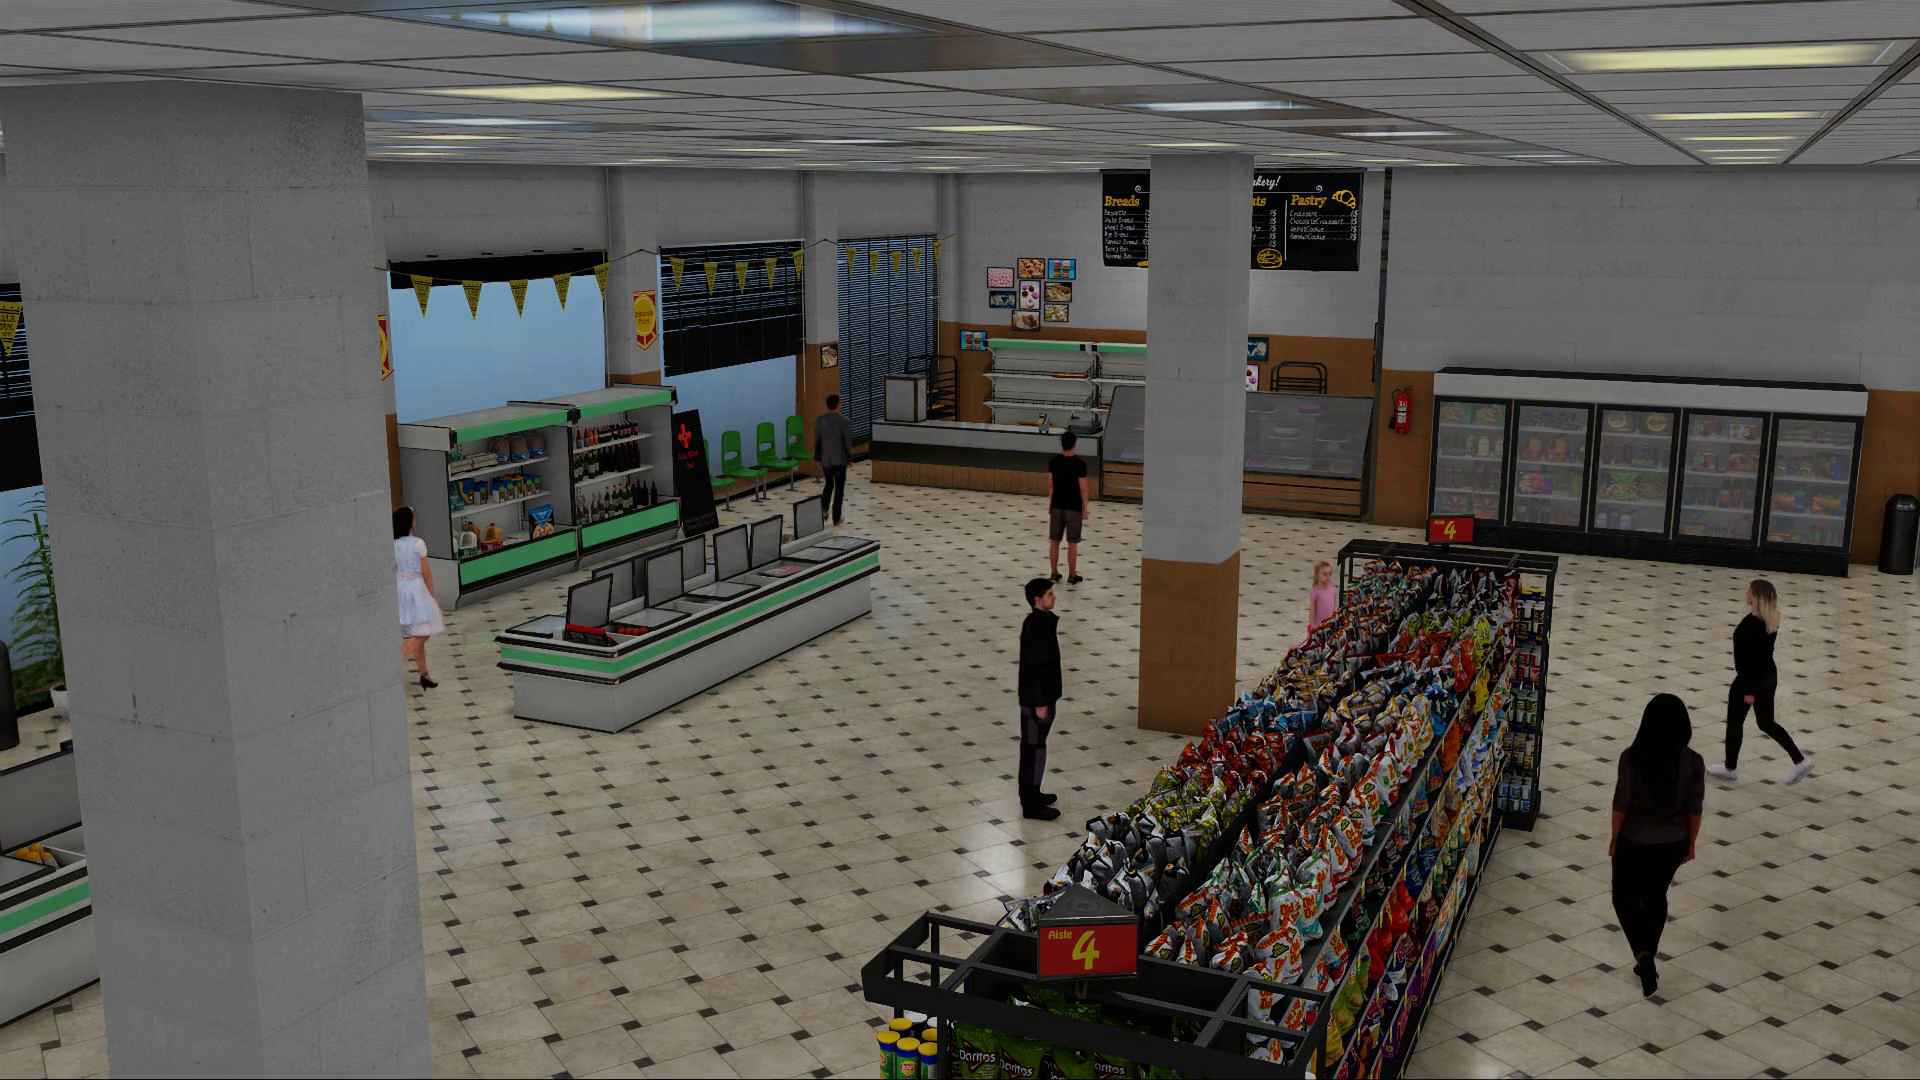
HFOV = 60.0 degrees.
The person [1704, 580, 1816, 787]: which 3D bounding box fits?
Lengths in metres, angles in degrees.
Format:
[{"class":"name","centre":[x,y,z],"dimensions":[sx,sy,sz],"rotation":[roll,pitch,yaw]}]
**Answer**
[{"class":"person","centre":[6.409,1.157,13.200],"dimensions":[1.061,1.669,0.954],"rotation":[-11,16,-42]}]

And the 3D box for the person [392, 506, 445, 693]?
[{"class":"person","centre":[-5.140,0.610,15.484],"dimensions":[0.652,1.799,0.998],"rotation":[5,13,23]}]

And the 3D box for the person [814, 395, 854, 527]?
[{"class":"person","centre":[-1.800,-1.108,23.498],"dimensions":[0.711,1.858,0.681],"rotation":[4,13,18]}]

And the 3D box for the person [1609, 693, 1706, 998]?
[{"class":"person","centre":[4.044,1.819,9.680],"dimensions":[0.836,1.824,1.049],"rotation":[1,12,7]}]

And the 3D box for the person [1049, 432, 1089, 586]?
[{"class":"person","centre":[1.273,-0.392,20.090],"dimensions":[0.651,1.862,0.573],"rotation":[5,13,23]}]

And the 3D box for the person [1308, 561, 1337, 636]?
[{"class":"person","centre":[3.400,0.813,15.837],"dimensions":[0.748,1.257,0.782],"rotation":[-6,13,-26]}]

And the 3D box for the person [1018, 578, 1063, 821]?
[{"class":"person","centre":[0.580,1.186,12.654],"dimensions":[0.849,1.838,0.666],"rotation":[0,12,2]}]
